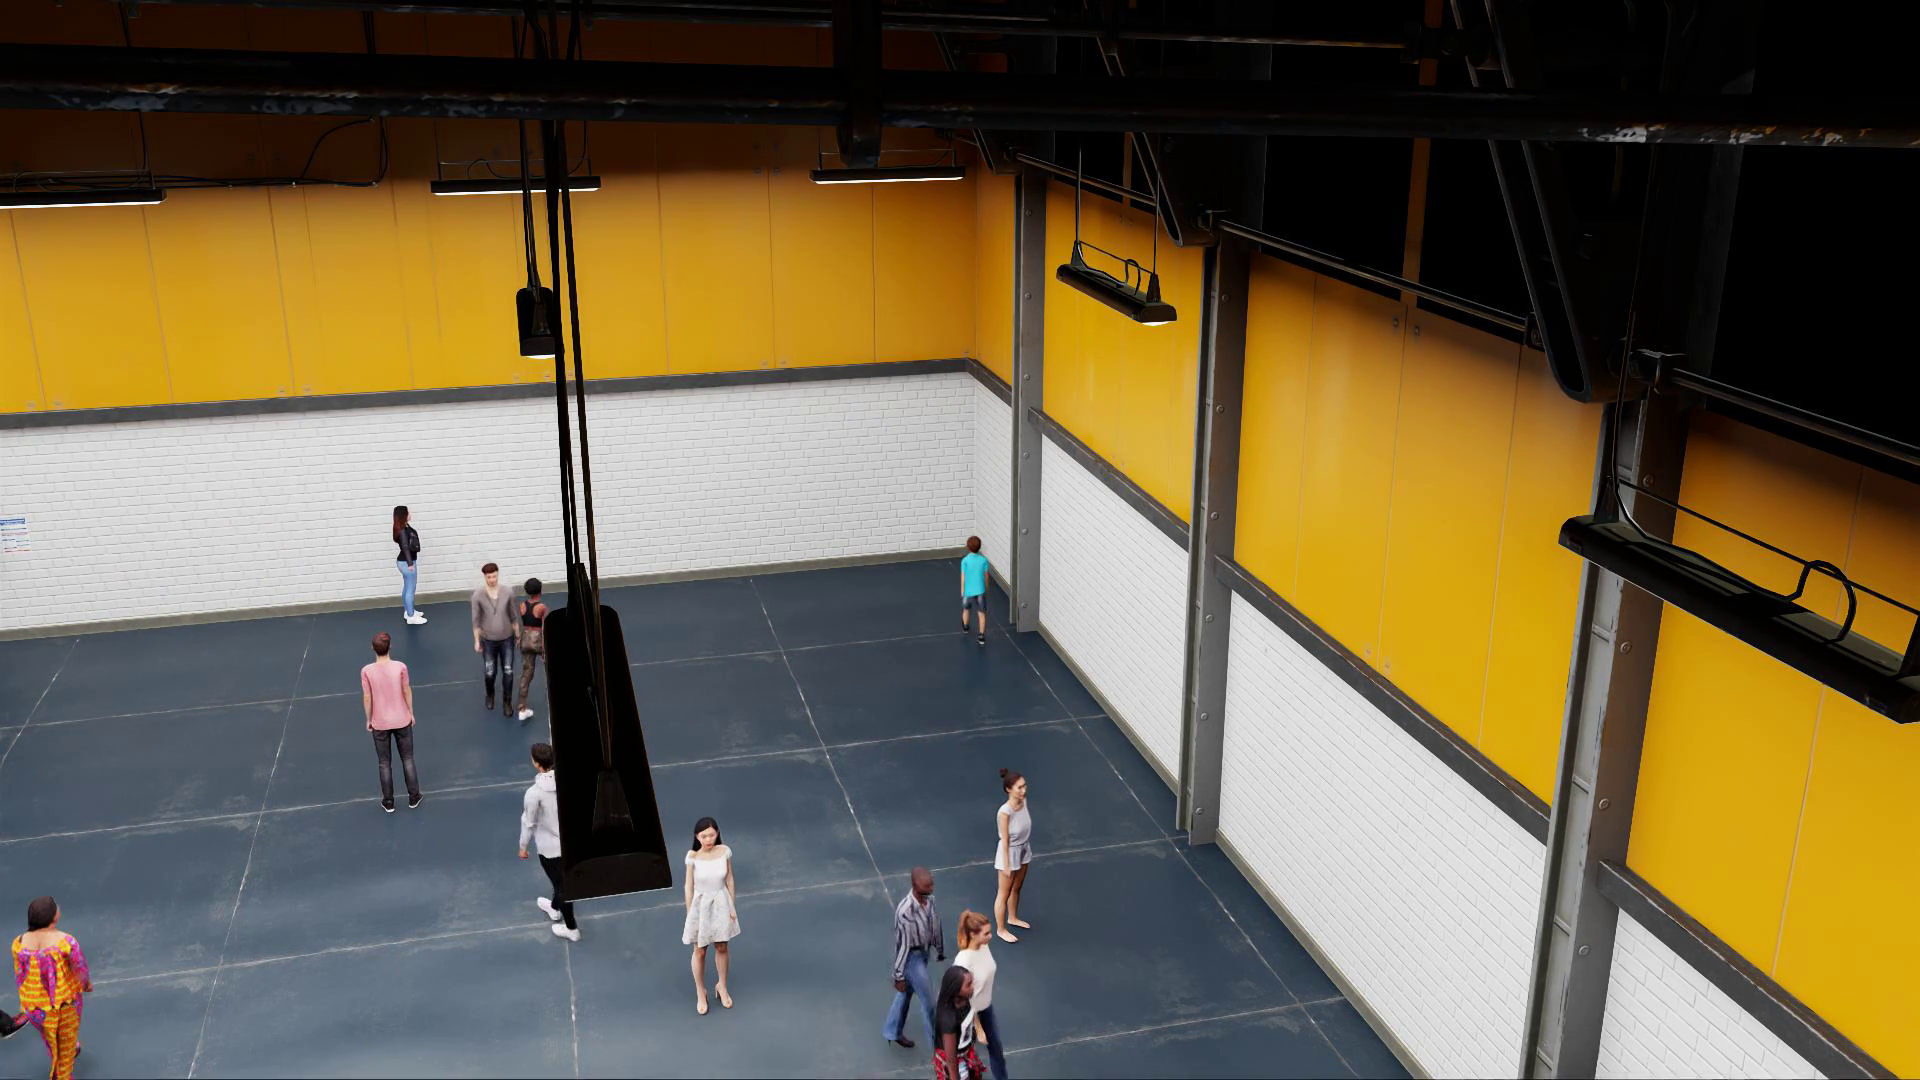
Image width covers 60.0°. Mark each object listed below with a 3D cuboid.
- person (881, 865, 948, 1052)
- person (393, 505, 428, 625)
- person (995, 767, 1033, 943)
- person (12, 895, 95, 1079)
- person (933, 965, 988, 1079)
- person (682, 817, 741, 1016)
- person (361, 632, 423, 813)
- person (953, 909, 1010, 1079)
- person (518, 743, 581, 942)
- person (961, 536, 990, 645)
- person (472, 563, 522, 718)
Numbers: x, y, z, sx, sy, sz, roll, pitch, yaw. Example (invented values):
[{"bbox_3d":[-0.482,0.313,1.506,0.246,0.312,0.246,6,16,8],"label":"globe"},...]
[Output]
[{"bbox_3d":[-0.440,3.358,13.239,1.084,1.757,1.040,6,20,18],"label":"person"},{"bbox_3d":[-7.466,0.314,22.469,0.727,1.635,0.547,-8,20,-23],"label":"person"},{"bbox_3d":[0.481,2.829,15.044,0.709,1.607,0.653,11,22,30],"label":"person"},{"bbox_3d":[-7.031,3.558,12.821,0.846,1.644,1.024,0,19,1],"label":"person"},{"bbox_3d":[-0.095,3.809,11.968,0.833,1.712,0.789,7,20,19],"label":"person"},{"bbox_3d":[-2.086,3.125,13.903,0.677,1.774,0.669,-8,20,-21],"label":"person"},{"bbox_3d":[-5.926,1.885,17.299,0.656,1.958,0.562,-7,20,-20],"label":"person"},{"bbox_3d":[0.028,3.594,12.635,1.026,1.695,0.964,10,21,28],"label":"person"},{"bbox_3d":[-3.563,2.722,14.892,1.092,1.907,1.015,13,23,34],"label":"person"},{"bbox_3d":[0.210,0.676,21.738,0.580,1.415,0.964,-4,19,-10],"label":"person"},{"bbox_3d":[-5.466,1.136,19.628,0.734,1.891,0.754,-8,20,-22],"label":"person"}]
